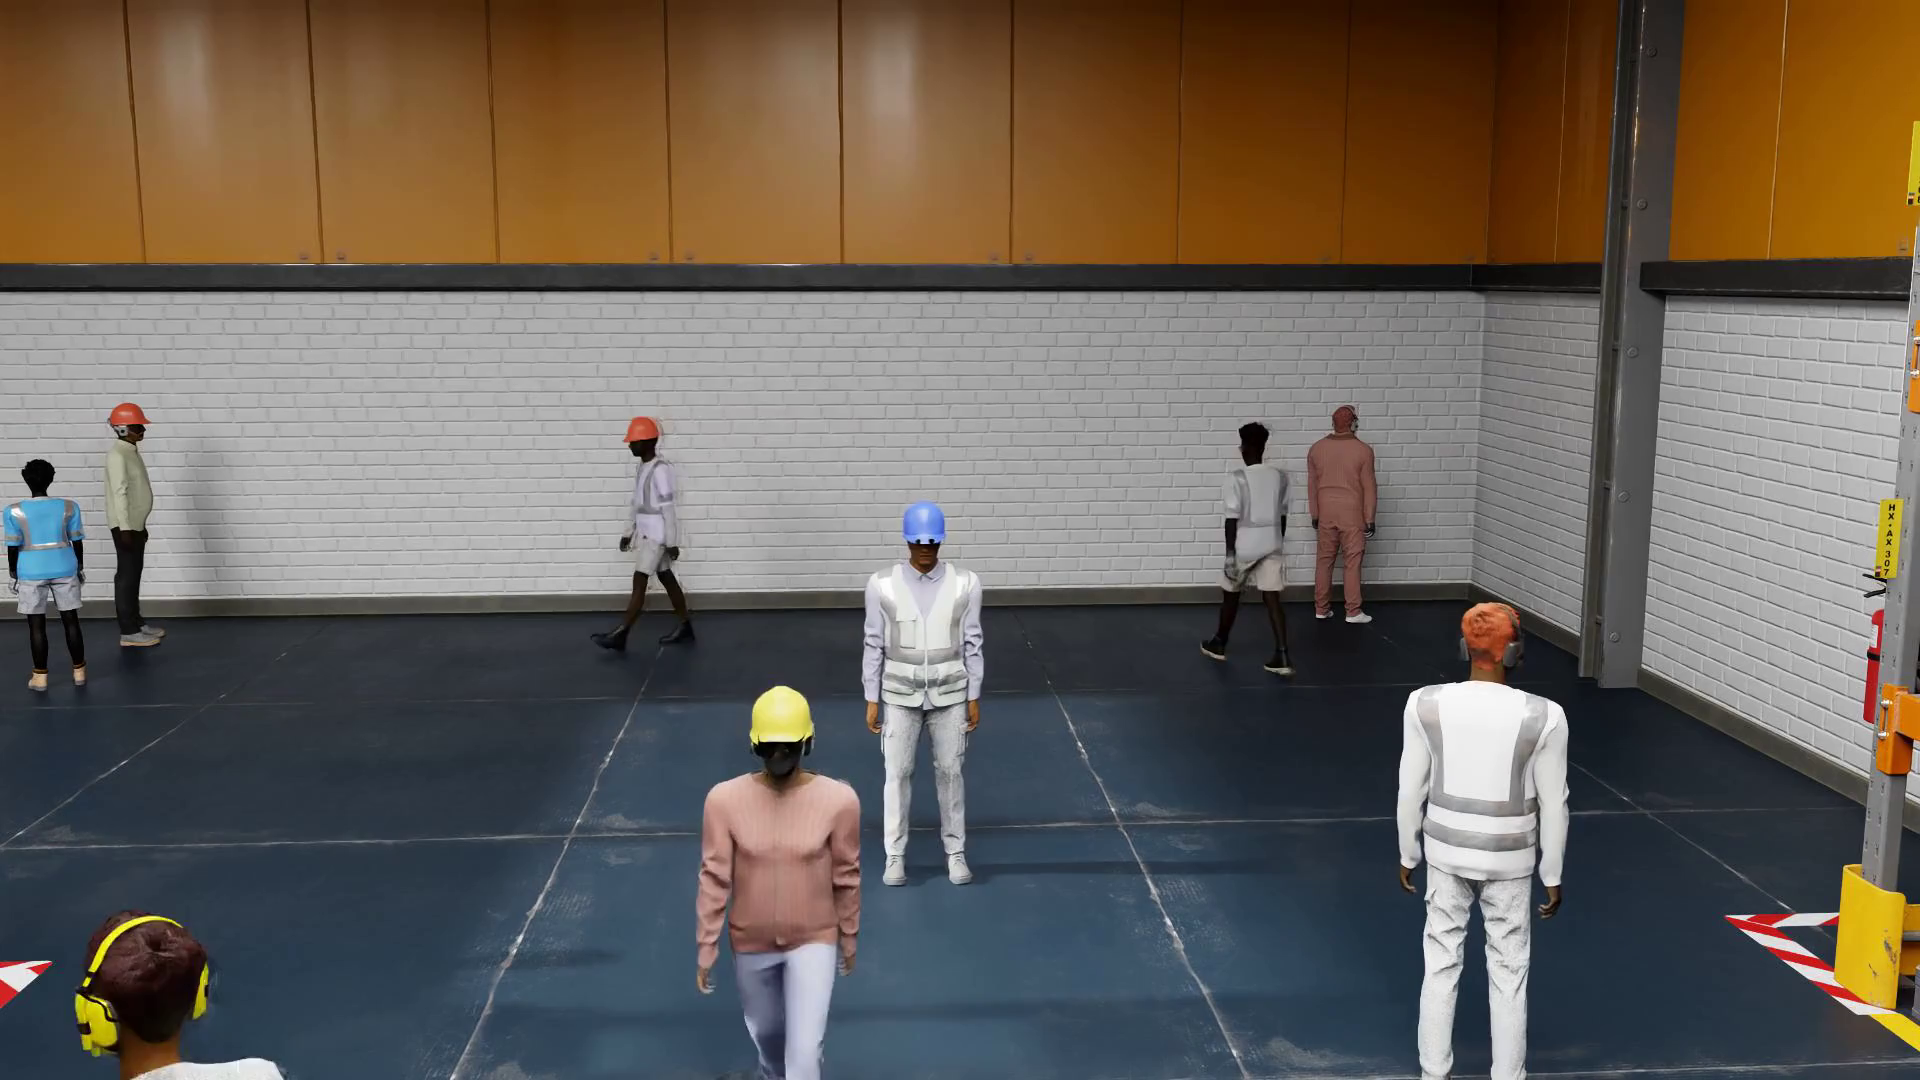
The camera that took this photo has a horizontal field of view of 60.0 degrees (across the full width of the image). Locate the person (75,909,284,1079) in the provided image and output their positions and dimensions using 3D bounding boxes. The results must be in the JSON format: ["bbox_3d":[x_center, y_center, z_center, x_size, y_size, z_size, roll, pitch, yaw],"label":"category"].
[{"bbox_3d":[-1.551,1.607,3.206,0.550,1.850,0.572,8,12,40],"label":"person"}]

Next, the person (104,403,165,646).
[{"bbox_3d":[-6.815,-0.135,13.707,0.393,1.995,0.612,-3,9,-16],"label":"person"}]

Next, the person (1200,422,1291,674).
[{"bbox_3d":[2.258,0.045,12.851,0.616,1.912,0.981,-3,10,-20],"label":"person"}]

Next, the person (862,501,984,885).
[{"bbox_3d":[-0.183,0.762,8.246,0.606,1.938,0.409,-1,9,-4],"label":"person"}]

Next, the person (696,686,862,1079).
[{"bbox_3d":[-0.590,1.302,5.548,0.528,1.732,0.900,0,9,1],"label":"person"}]

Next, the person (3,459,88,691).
[{"bbox_3d":[-6.696,0.253,12.200,0.540,1.695,0.317,-8,12,-41],"label":"person"}]

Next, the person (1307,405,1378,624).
[{"bbox_3d":[3.350,-0.222,14.520,0.641,1.913,0.407,8,12,40],"label":"person"}]

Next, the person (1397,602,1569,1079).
[{"bbox_3d":[1.862,1.154,5.960,0.582,1.882,0.338,4,10,26],"label":"person"}]

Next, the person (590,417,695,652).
[{"bbox_3d":[-2.586,-0.045,13.467,0.970,1.888,0.558,-4,10,-25],"label":"person"}]
